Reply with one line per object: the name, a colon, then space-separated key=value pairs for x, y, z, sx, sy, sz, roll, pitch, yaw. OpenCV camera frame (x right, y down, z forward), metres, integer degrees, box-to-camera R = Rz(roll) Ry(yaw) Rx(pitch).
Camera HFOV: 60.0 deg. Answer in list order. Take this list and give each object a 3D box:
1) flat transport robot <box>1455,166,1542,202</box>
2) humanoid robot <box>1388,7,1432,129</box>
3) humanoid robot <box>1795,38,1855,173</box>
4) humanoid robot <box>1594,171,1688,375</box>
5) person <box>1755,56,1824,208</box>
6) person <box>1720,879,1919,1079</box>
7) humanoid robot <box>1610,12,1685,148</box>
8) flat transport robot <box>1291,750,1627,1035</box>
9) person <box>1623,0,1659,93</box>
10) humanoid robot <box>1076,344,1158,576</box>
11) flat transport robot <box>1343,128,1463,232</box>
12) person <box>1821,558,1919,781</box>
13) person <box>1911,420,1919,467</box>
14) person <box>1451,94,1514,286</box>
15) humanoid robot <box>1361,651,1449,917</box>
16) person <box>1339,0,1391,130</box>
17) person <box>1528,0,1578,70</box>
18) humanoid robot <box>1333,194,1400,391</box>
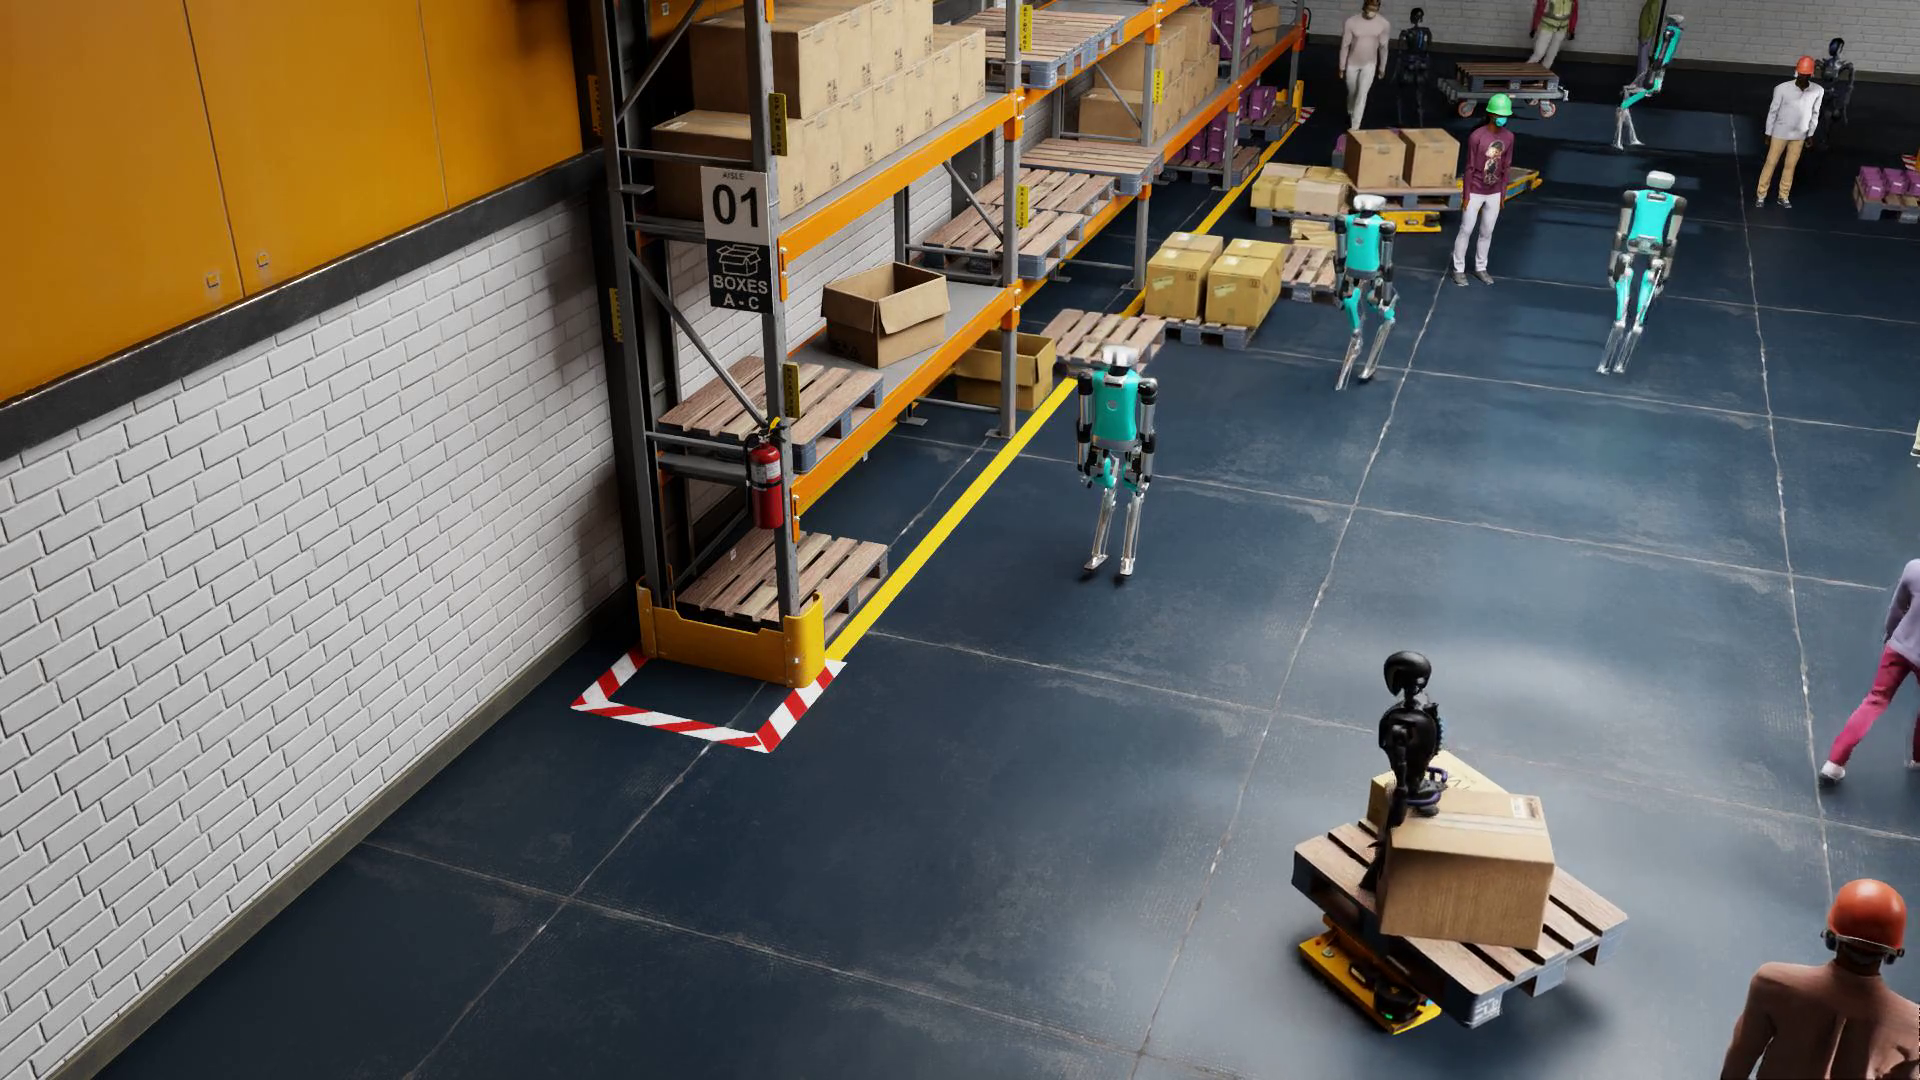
flat transport robot: x=6.421 y=-4.280 z=20.053 sx=0.659 sy=0.231 sz=1.431 roll=21 pitch=34 yaw=35
humanoid robot: x=6.144 y=-6.386 z=22.613 sx=0.601 sy=1.644 sz=0.352 roll=-11 pitch=29 yaw=-20
humanoid robot: x=10.765 y=-5.385 z=20.670 sx=0.602 sy=1.643 sz=0.592 roll=20 pitch=33 yaw=33
humanoid robot: x=5.929 y=-2.267 z=14.559 sx=0.552 sy=1.750 sz=0.930 roll=12 pitch=30 yaw=22
person: x=9.645 y=-4.731 z=19.306 sx=0.568 sy=1.749 sz=0.341 roll=4 pitch=27 yaw=7
person: x=3.025 y=2.046 z=5.914 sx=0.617 sy=1.986 sz=0.403 roll=17 pitch=32 yaw=30
humanoid robot: x=8.948 y=-6.037 z=21.870 sx=0.820 sy=1.783 sz=0.606 roll=18 pitch=32 yaw=31
flat transport robot: x=2.411 y=1.893 z=8.078 sx=1.431 sy=0.231 sz=0.659 roll=-15 pitch=31 yaw=-27
person: x=10.227 y=-7.516 z=24.838 sx=0.288 sy=1.633 sz=0.497 roll=5 pitch=28 yaw=10
humanoid robot: x=1.092 y=-0.590 z=11.147 sx=0.533 sy=1.677 sz=0.735 roll=10 pitch=29 yaw=18
flat transport robot: x=5.034 y=-3.830 z=19.179 sx=0.659 sy=0.231 sz=1.431 roll=-1 pitch=27 yaw=-1
person: x=5.207 y=0.636 z=9.064 sx=0.847 sy=1.589 sz=0.544 roll=-11 pitch=29 yaw=-21
person: x=7.721 y=-1.382 z=12.818 sx=0.332 sy=1.743 sz=0.558 roll=9 pitch=28 yaw=16
person: x=5.290 y=-3.531 z=16.782 sx=0.482 sy=1.944 sz=0.431 roll=-4 pitch=28 yaw=-7
humanoid robot: x=2.107 y=1.279 z=7.744 sx=0.465 sy=1.629 sz=0.617 roll=14 pitch=31 yaw=26
person: x=5.428 y=-6.411 z=22.439 sx=0.640 sy=1.875 sz=0.992 roll=6 pitch=28 yaw=11
person: x=8.909 y=-7.677 z=24.972 sx=0.672 sy=1.807 sz=0.456 roll=-5 pitch=28 yaw=-10
humanoid robot: x=3.538 y=-2.145 z=14.338 sx=0.540 sy=1.804 sz=0.784 roll=19 pitch=33 yaw=32
